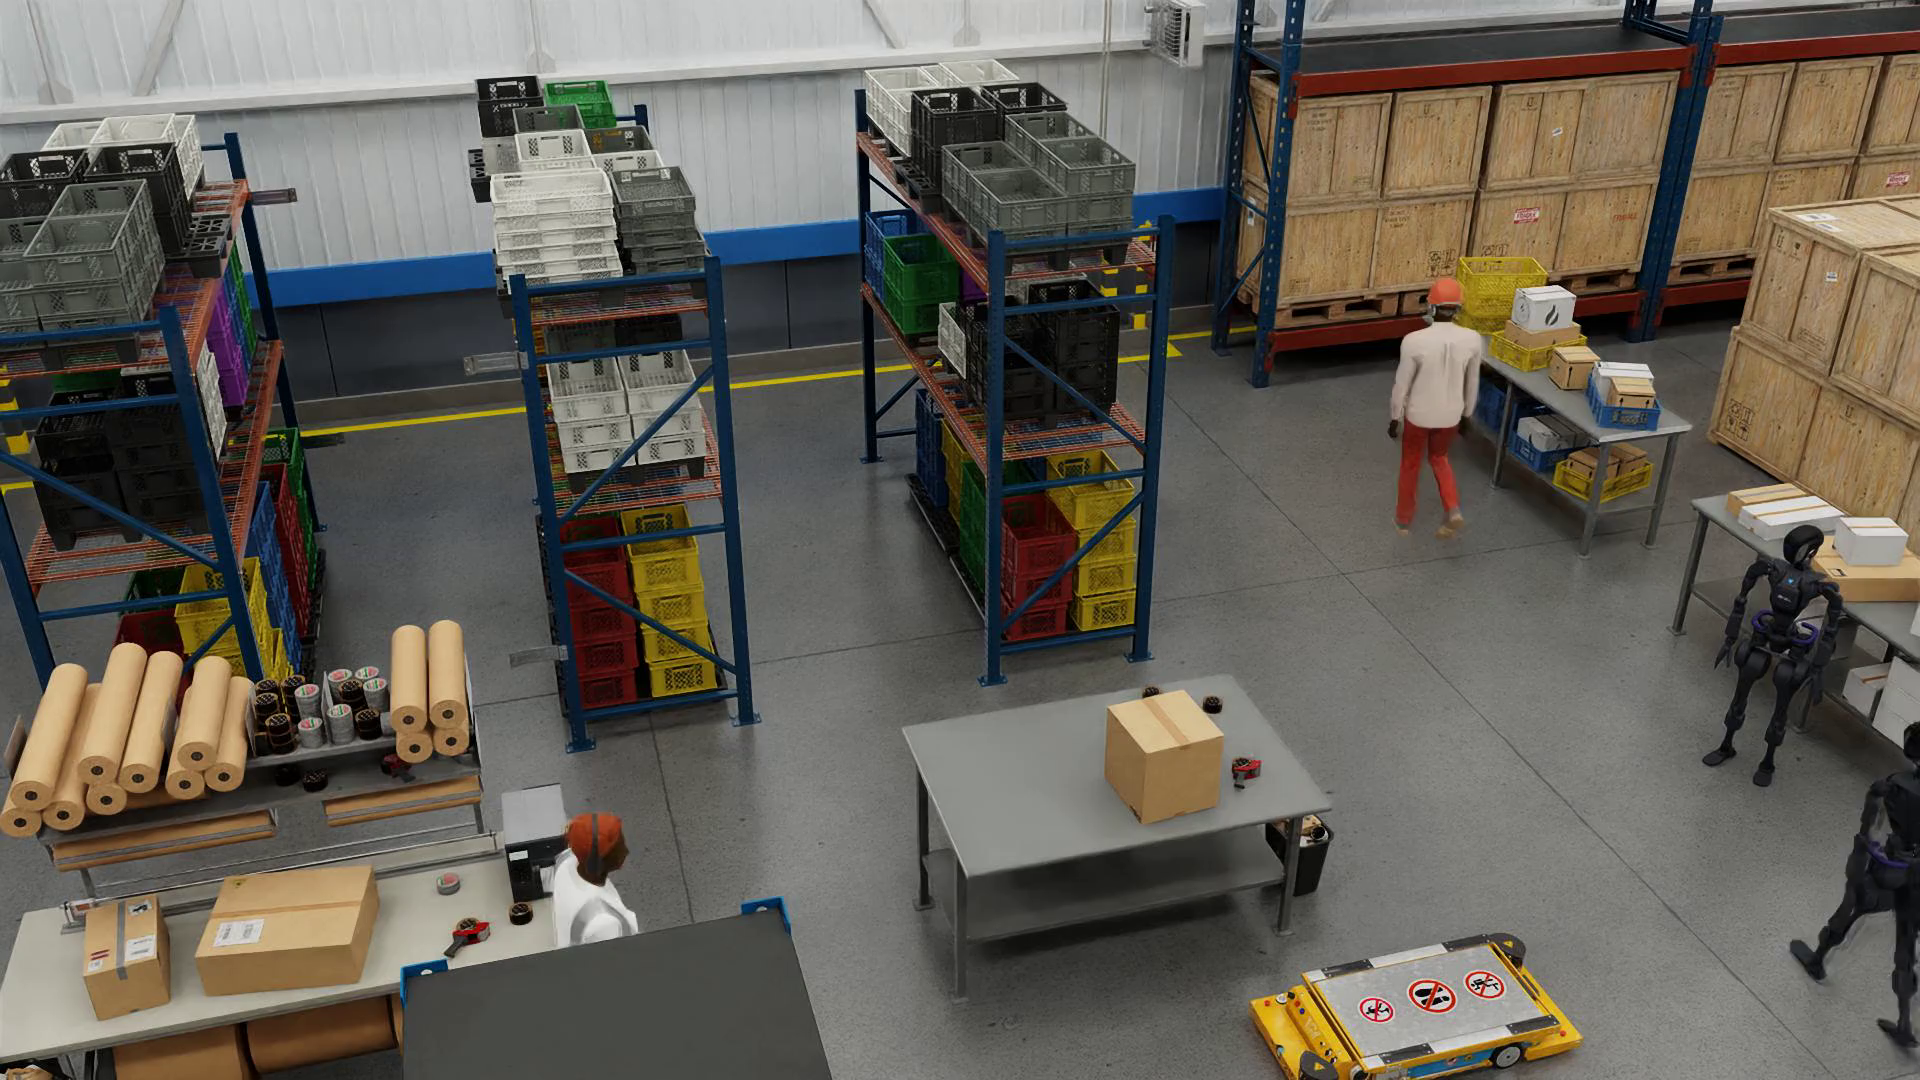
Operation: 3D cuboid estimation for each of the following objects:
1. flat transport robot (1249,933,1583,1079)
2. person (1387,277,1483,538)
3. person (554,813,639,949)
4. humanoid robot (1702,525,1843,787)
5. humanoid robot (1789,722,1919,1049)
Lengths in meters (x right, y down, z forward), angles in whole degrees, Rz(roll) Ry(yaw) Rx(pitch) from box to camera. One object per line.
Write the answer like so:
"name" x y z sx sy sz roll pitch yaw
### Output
"flat transport robot" 2.184 2.282 7.980 1.431 0.197 0.652 -8 30 -14
"person" 3.432 -0.905 12.033 0.632 1.976 0.635 -3 29 -5
"person" -1.447 1.902 7.050 0.490 1.874 0.597 -15 32 -25
"humanoid robot" 4.662 0.652 9.500 0.606 1.656 0.321 24 37 37
"humanoid robot" 4.435 1.585 7.861 0.549 1.630 0.767 -2 29 -4
